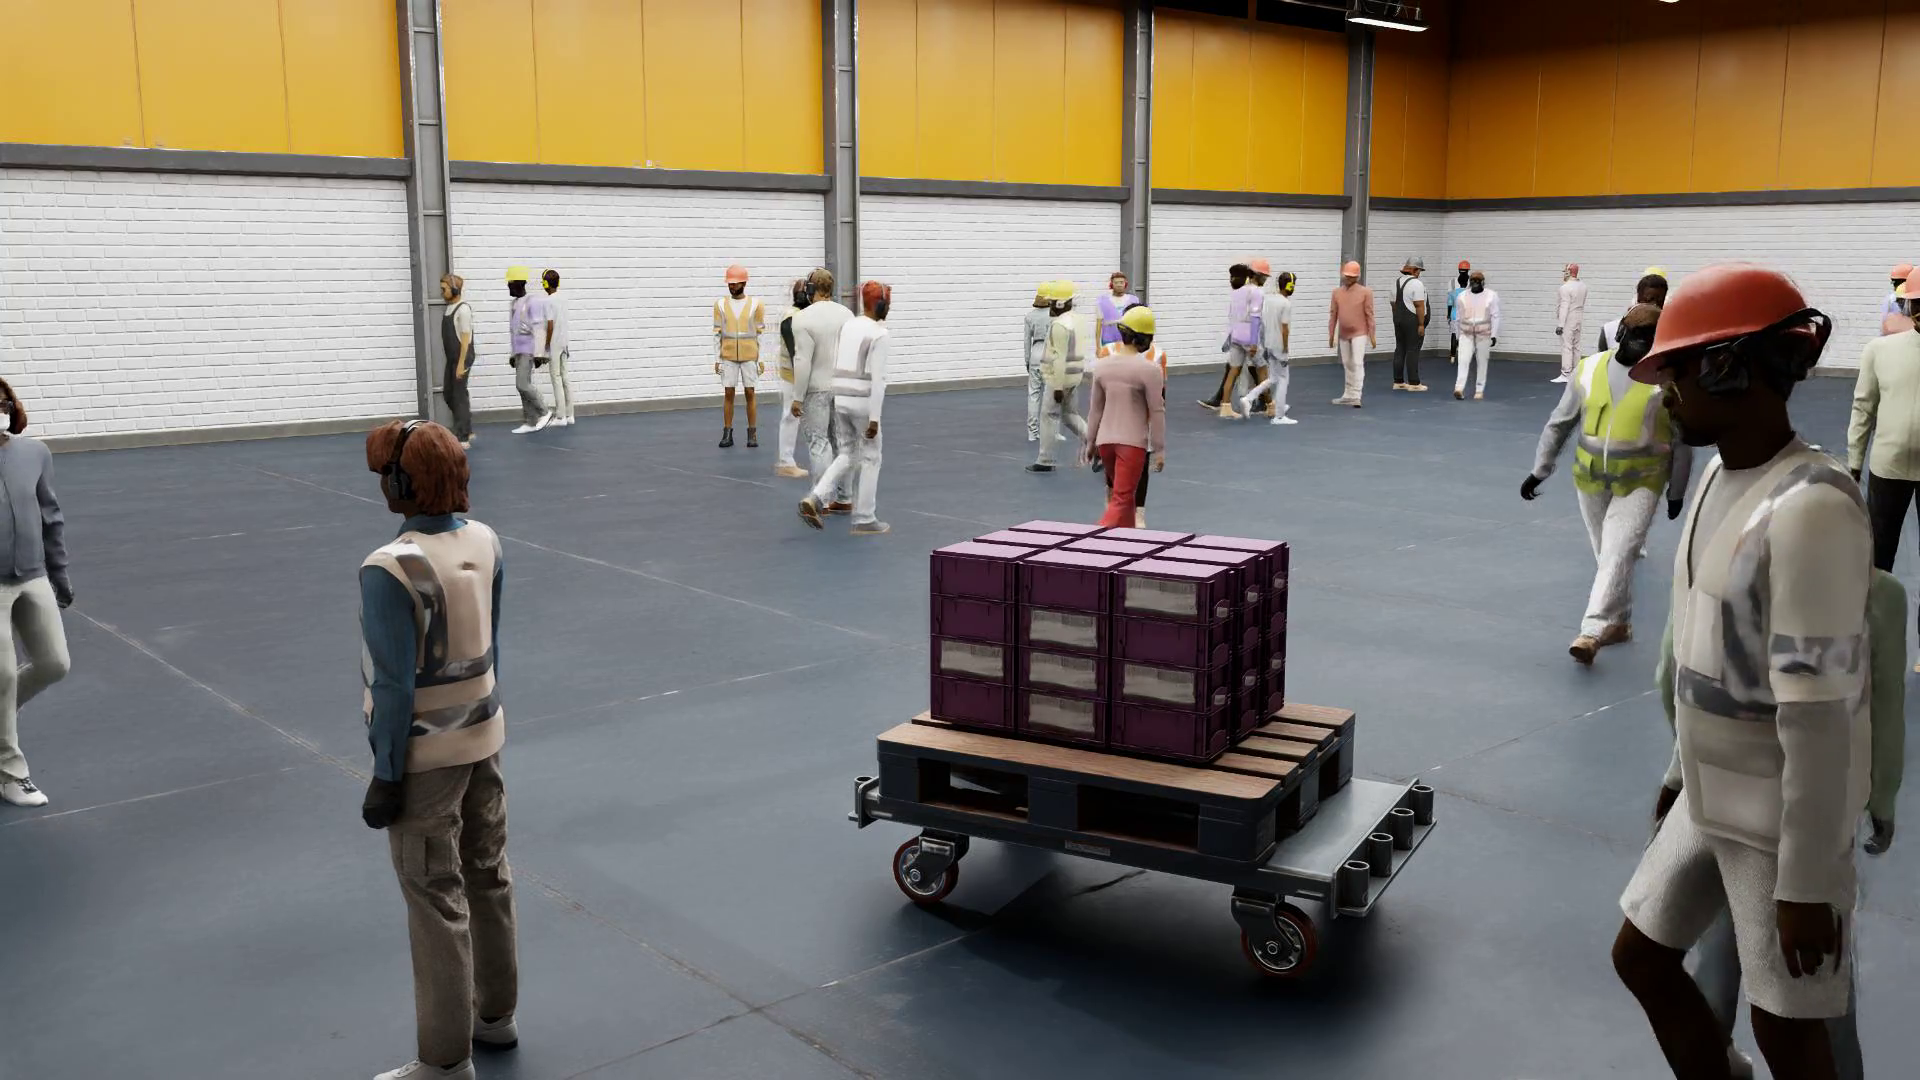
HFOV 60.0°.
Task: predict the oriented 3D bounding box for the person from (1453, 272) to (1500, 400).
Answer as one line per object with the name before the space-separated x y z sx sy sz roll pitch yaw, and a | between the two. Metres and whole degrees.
person | 7.240 -2.858 23.388 0.627 1.799 0.932 4 11 24

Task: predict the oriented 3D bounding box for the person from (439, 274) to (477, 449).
person | -5.275 -1.858 17.410 0.379 1.846 0.527 -8 12 -38

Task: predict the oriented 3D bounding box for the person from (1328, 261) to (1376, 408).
person | 5.251 -2.760 22.402 0.674 1.954 0.682 9 13 43

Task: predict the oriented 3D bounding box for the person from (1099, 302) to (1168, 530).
person | 1.263 -0.916 12.317 0.543 1.685 0.507 -1 10 -6

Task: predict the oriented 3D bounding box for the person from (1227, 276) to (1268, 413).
person | 3.789 -2.557 21.736 0.598 1.776 0.981 2 10 11

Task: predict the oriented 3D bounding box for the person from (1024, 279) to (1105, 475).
person | 0.995 -1.487 15.305 0.761 1.811 0.599 4 11 24

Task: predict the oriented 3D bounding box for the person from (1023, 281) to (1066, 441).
person | 0.940 -1.952 18.235 0.493 1.744 0.297 5 11 29

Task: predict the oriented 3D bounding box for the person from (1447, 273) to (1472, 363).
person | 9.466 -4.176 31.383 0.538 1.698 0.319 5 11 25

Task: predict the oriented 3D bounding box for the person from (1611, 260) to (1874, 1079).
person | 1.454 0.499 3.115 0.466 2.016 0.674 1 10 5

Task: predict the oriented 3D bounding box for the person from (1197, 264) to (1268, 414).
person | 3.533 -2.564 21.298 0.958 1.913 0.599 0 10 0

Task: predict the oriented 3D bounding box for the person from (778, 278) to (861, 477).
person | -1.301 -1.456 15.133 0.851 1.809 0.664 3 10 15

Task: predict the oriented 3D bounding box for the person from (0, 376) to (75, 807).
person | -3.580 0.172 6.168 0.461 1.615 0.515 5 11 25

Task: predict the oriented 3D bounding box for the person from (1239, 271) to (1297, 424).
person | 3.720 -2.282 19.880 0.667 1.842 0.565 -3 10 -18

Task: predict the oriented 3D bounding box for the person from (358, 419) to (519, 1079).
person | -1.266 0.524 4.044 0.306 1.640 0.522 2 10 13

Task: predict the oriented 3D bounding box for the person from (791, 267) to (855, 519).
person | -1.051 -1.128 12.844 0.352 1.937 0.635 9 13 41

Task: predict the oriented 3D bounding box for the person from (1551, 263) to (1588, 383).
person | 9.743 -3.471 26.649 0.637 1.911 0.403 -8 13 -41

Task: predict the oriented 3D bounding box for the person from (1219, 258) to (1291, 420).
person | 3.662 -2.468 20.565 1.009 1.975 0.665 -4 10 -22

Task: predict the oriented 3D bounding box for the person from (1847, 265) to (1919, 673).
person | 4.660 -0.348 8.108 0.622 1.993 0.382 7 12 37

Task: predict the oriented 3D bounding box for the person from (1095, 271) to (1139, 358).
person | 1.973 -2.450 20.901 0.566 1.831 0.450 -1 10 -4

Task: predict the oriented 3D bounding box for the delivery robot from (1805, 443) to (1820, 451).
delivery robot | 6.952 -0.721 14.233 0.707 0.478 0.477 7 12 36

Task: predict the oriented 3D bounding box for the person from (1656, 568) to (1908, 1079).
person | 1.906 0.573 3.909 0.526 1.611 0.421 4 11 24

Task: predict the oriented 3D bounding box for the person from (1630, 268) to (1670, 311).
person | 8.474 -2.395 20.450 0.591 1.876 0.982 8 12 38

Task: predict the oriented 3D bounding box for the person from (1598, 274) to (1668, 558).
person | 4.522 -0.795 11.012 0.635 1.895 0.715 2 10 14

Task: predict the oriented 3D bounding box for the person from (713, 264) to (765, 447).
person | -2.335 -1.940 17.605 0.548 1.933 0.374 0 10 1

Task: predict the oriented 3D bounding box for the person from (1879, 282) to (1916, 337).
person | 10.108 -1.885 17.831 0.440 1.753 0.526 -5 11 -27

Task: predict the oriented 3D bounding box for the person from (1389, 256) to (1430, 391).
person | 6.836 -3.278 25.132 0.536 2.000 0.676 -4 11 -23

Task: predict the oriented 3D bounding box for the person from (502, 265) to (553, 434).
person | -4.964 -2.156 18.914 0.414 1.913 0.613 -8 13 -40

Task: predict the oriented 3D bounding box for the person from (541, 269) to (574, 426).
person | -4.841 -2.294 19.883 0.323 1.865 0.518 3 10 16

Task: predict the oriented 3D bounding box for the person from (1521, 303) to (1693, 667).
person | 3.238 -0.283 8.331 0.711 1.784 0.960 9 13 44

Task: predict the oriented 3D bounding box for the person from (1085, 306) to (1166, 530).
person | 0.988 -0.592 10.354 0.849 1.718 0.552 -9 13 -44

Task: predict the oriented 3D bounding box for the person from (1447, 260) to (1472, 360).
person | 9.742 -4.450 32.298 0.551 1.935 0.374 4 11 23

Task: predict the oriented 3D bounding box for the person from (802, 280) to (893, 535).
person | -0.775 -0.937 11.969 0.648 1.858 0.589 -9 13 -42

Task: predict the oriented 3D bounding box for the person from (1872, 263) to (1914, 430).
person | 10.751 -2.197 19.103 0.354 1.939 0.544 3 10 16
